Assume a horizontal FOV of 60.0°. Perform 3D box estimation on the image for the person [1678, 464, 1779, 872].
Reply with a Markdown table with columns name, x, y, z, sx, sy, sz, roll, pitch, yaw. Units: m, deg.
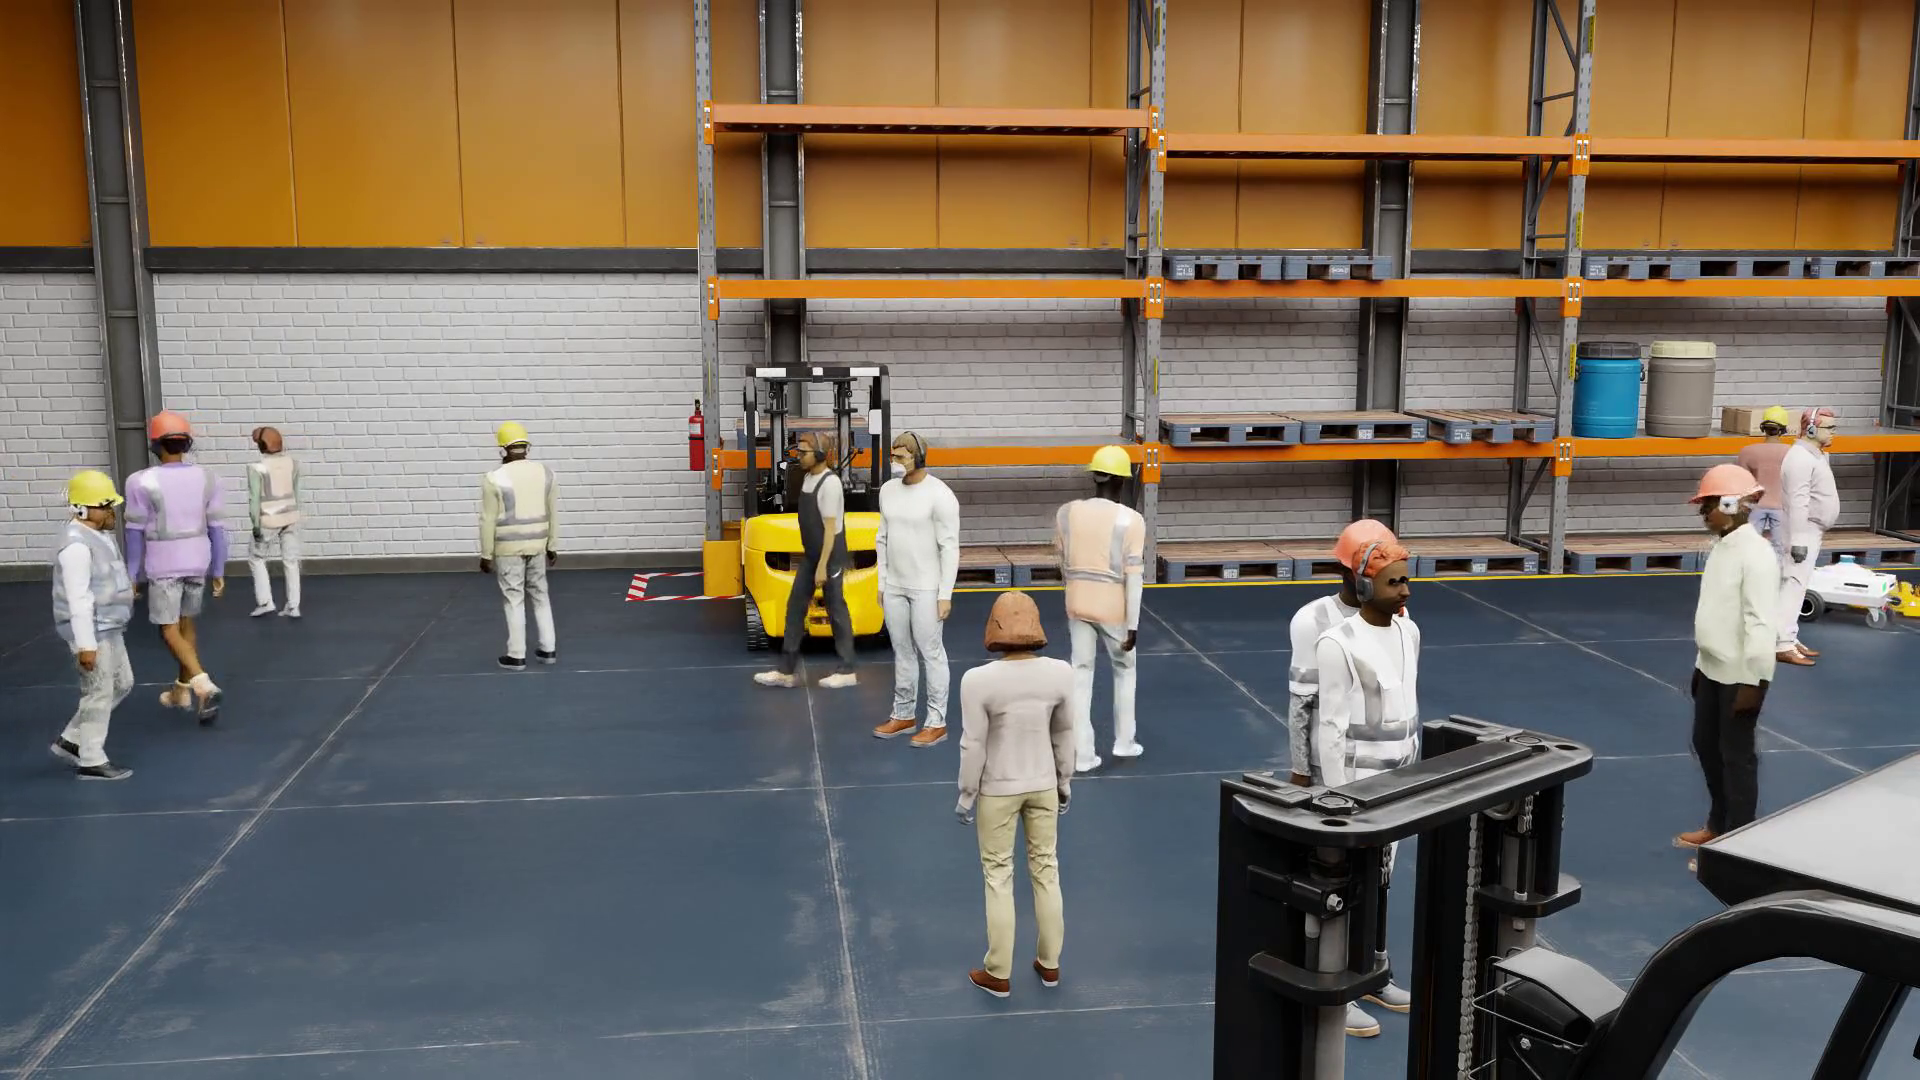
| name | x | y | z | sx | sy | sz | roll | pitch | yaw |
| --- | --- | --- | --- | --- | --- | --- | --- | --- | --- |
| person | 3.739 | 0.634 | 8.029 | 0.420 | 1.964 | 0.657 | 0 | 9 | 2 |

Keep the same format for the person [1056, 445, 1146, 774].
| name | x | y | z | sx | sy | sz | roll | pitch | yaw |
| --- | --- | --- | --- | --- | --- | --- | --- | --- | --- |
| person | 0.850 | 0.392 | 9.737 | 0.586 | 1.895 | 0.739 | 5 | 10 | 27 |

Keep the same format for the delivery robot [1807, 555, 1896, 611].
| name | x | y | z | sx | sy | sz | roll | pitch | yaw |
| --- | --- | --- | --- | --- | --- | --- | --- | --- | --- |
| delivery robot | 7.318 | 0.366 | 13.751 | 0.707 | 0.478 | 0.477 | 7 | 12 | 40 |

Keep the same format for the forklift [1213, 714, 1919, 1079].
| name | x | y | z | sx | sy | sz | roll | pitch | yaw |
| --- | --- | --- | --- | --- | --- | --- | --- | --- | --- |
| forklift | 1.441 | 1.425 | 2.350 | 1.214 | 2.155 | 2.313 | -7 | 12 | -39 |

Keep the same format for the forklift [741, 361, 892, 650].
| name | x | y | z | sx | sy | sz | roll | pitch | yaw |
| --- | --- | --- | --- | --- | --- | --- | --- | --- | --- |
| forklift | -1.154 | -0.340 | 13.365 | 1.214 | 2.155 | 2.313 | -1 | 9 | -7 |

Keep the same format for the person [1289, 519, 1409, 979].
| name | x | y | z | sx | sy | sz | roll | pitch | yaw |
| --- | --- | --- | --- | --- | --- | --- | --- | --- | --- |
| person | 1.585 | 0.863 | 6.690 | 0.552 | 1.924 | 0.383 | -4 | 10 | -23 |

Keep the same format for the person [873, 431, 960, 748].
| name | x | y | z | sx | sy | sz | roll | pitch | yaw |
| --- | --- | --- | --- | --- | --- | --- | --- | --- | --- |
| person | -0.277 | 0.296 | 10.192 | 0.635 | 1.937 | 0.352 | 8 | 12 | 43 |

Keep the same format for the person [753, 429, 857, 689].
| name | x | y | z | sx | sy | sz | roll | pitch | yaw |
| --- | --- | --- | --- | --- | --- | --- | --- | --- | --- |
| person | -1.080 | 0.152 | 11.469 | 0.803 | 1.816 | 0.544 | -5 | 11 | -30 |

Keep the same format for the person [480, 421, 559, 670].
| name | x | y | z | sx | sy | sz | roll | pitch | yaw |
| --- | --- | --- | --- | --- | --- | --- | --- | --- | --- |
| person | -3.215 | 0.043 | 12.141 | 0.404 | 1.821 | 0.607 | 8 | 12 | 42 |

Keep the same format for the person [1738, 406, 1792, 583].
| name | x | y | z | sx | sy | sz | roll | pitch | yaw |
| --- | --- | --- | --- | --- | --- | --- | --- | --- | --- |
| person | 6.889 | -0.256 | 14.171 | 0.522 | 1.769 | 0.317 | 5 | 11 | 30 |

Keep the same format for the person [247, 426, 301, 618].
| name | x | y | z | sx | sy | sz | roll | pitch | yaw |
| --- | --- | --- | --- | --- | --- | --- | --- | --- | --- |
| person | -5.755 | -0.140 | 13.914 | 0.494 | 1.624 | 0.519 | 6 | 11 | 32 |

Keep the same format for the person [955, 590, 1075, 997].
| name | x | y | z | sx | sy | sz | roll | pitch | yaw |
| --- | --- | --- | --- | --- | --- | --- | --- | --- | --- |
| person | 0.223 | 1.011 | 6.675 | 0.508 | 1.632 | 0.268 | -4 | 10 | -23 |

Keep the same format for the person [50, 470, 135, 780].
| name | x | y | z | sx | sy | sz | roll | pitch | yaw |
| --- | --- | --- | --- | --- | --- | --- | --- | --- | --- |
| person | -4.916 | 0.493 | 9.402 | 0.498 | 1.801 | 0.639 | -2 | 9 | -15 |

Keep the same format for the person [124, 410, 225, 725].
| name | x | y | z | sx | sy | sz | roll | pitch | yaw |
| --- | --- | --- | --- | --- | --- | --- | --- | --- | --- |
| person | -5.016 | 0.173 | 10.741 | 0.893 | 2.018 | 0.608 | 7 | 11 | 36 |

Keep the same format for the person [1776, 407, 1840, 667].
| name | x | y | z | sx | sy | sz | roll | pitch | yaw |
| --- | --- | --- | --- | --- | --- | --- | --- | --- | --- |
| person | 6.291 | -0.034 | 12.350 | 0.401 | 1.906 | 0.650 | 6 | 11 | 32 |

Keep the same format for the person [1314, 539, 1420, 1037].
| name | x | y | z | sx | sy | sz | roll | pitch | yaw |
| --- | --- | --- | --- | --- | --- | --- | --- | --- | --- |
| person | 1.579 | 0.934 | 6.389 | 0.576 | 1.882 | 0.355 | -9 | 13 | -44 |

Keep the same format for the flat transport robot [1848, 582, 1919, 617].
| name | x | y | z | sx | sy | sz | roll | pitch | yaw |
| --- | --- | --- | --- | --- | --- | --- | --- | --- | --- |
| flat transport robot | 7.612 | 0.450 | 14.419 | 1.431 | 0.197 | 0.652 | 5 | 10 | 28 |
